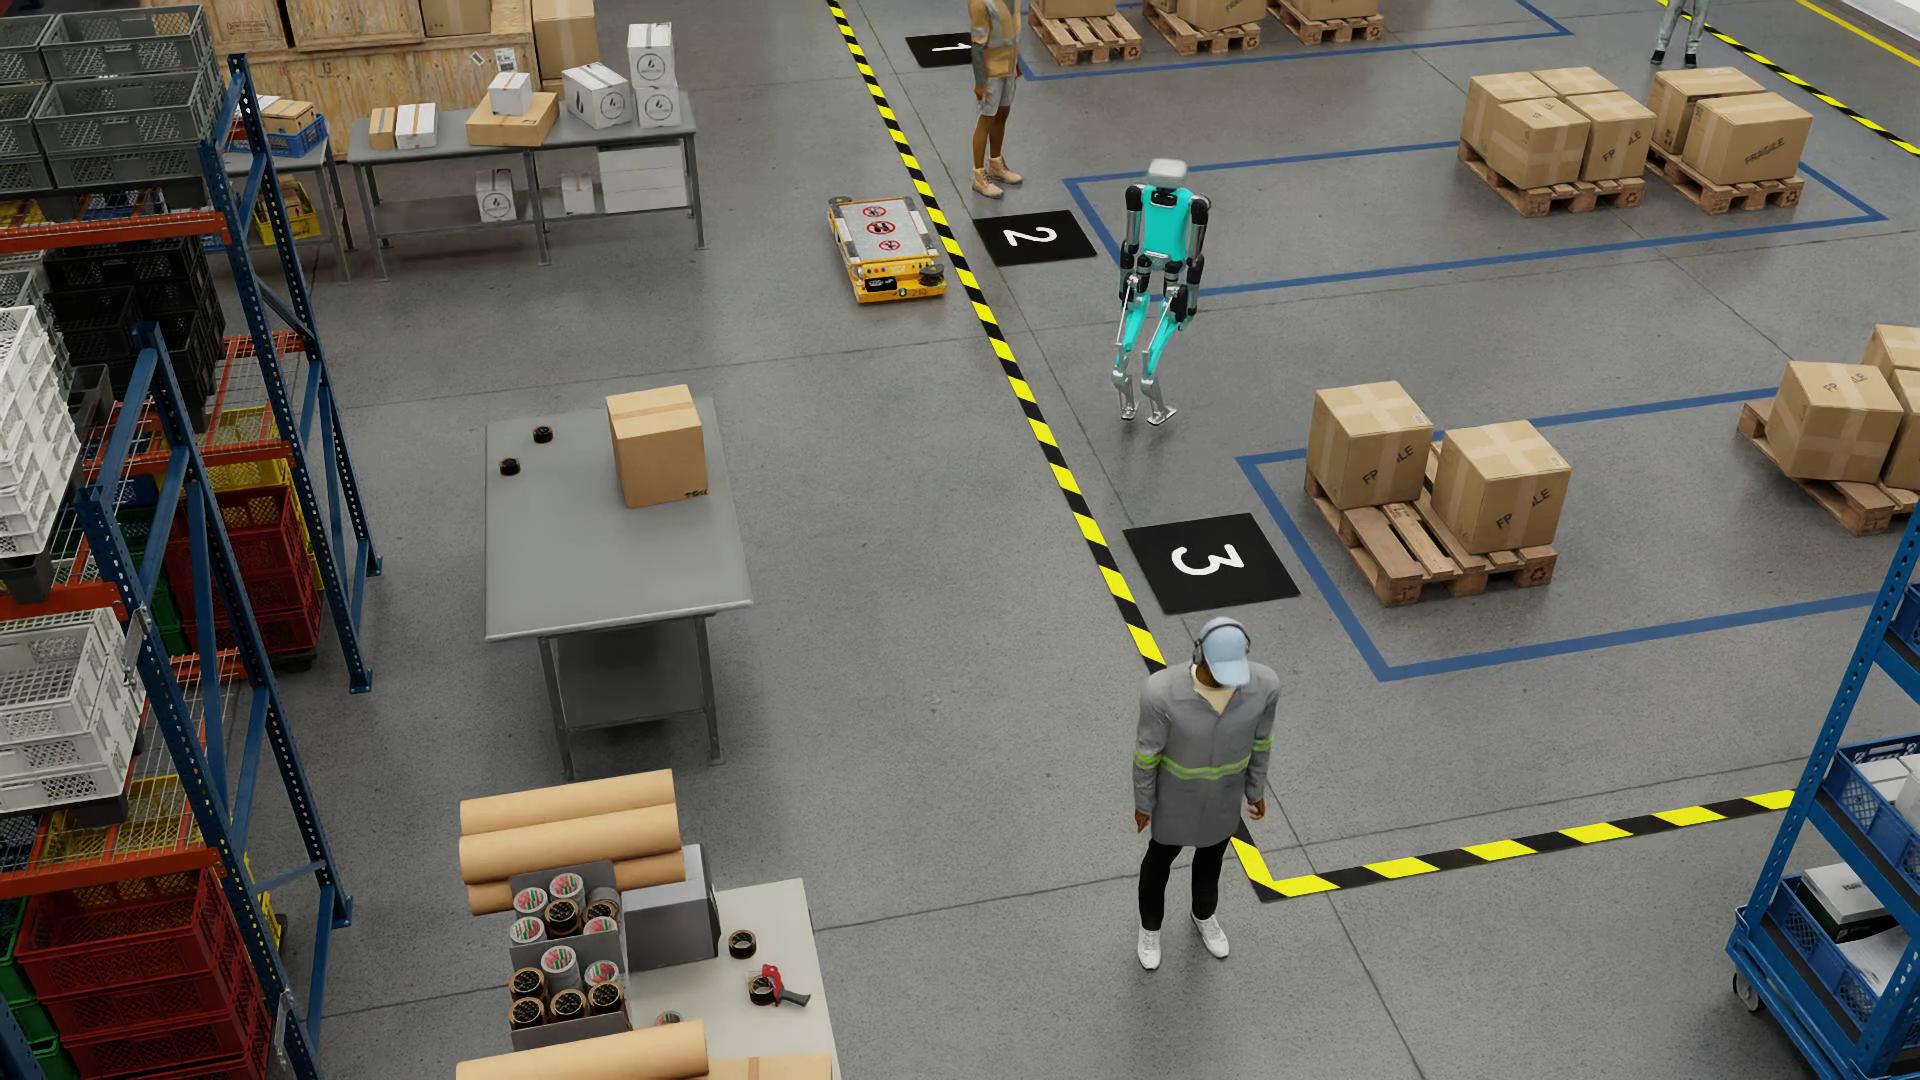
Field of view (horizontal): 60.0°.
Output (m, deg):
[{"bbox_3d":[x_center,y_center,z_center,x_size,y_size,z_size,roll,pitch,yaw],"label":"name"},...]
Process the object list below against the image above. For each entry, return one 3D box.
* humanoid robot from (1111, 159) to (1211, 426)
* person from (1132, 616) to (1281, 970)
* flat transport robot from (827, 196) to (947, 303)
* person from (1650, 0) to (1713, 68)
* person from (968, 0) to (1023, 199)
[{"bbox_3d":[1.136,-1.428,10.134,0.533,1.673,0.735,17,40,22],"label":"humanoid robot"},{"bbox_3d":[0.990,1.043,6.827,0.586,1.851,0.390,-6,37,-8],"label":"person"},{"bbox_3d":[-0.570,-2.220,12.538,0.659,0.231,1.431,-8,37,-10],"label":"flat transport robot"},{"bbox_3d":[6.845,-5.285,15.356,0.588,1.821,0.404,12,38,16],"label":"person"},{"bbox_3d":[0.320,-3.707,13.054,0.388,2.039,0.613,21,42,26],"label":"person"}]
